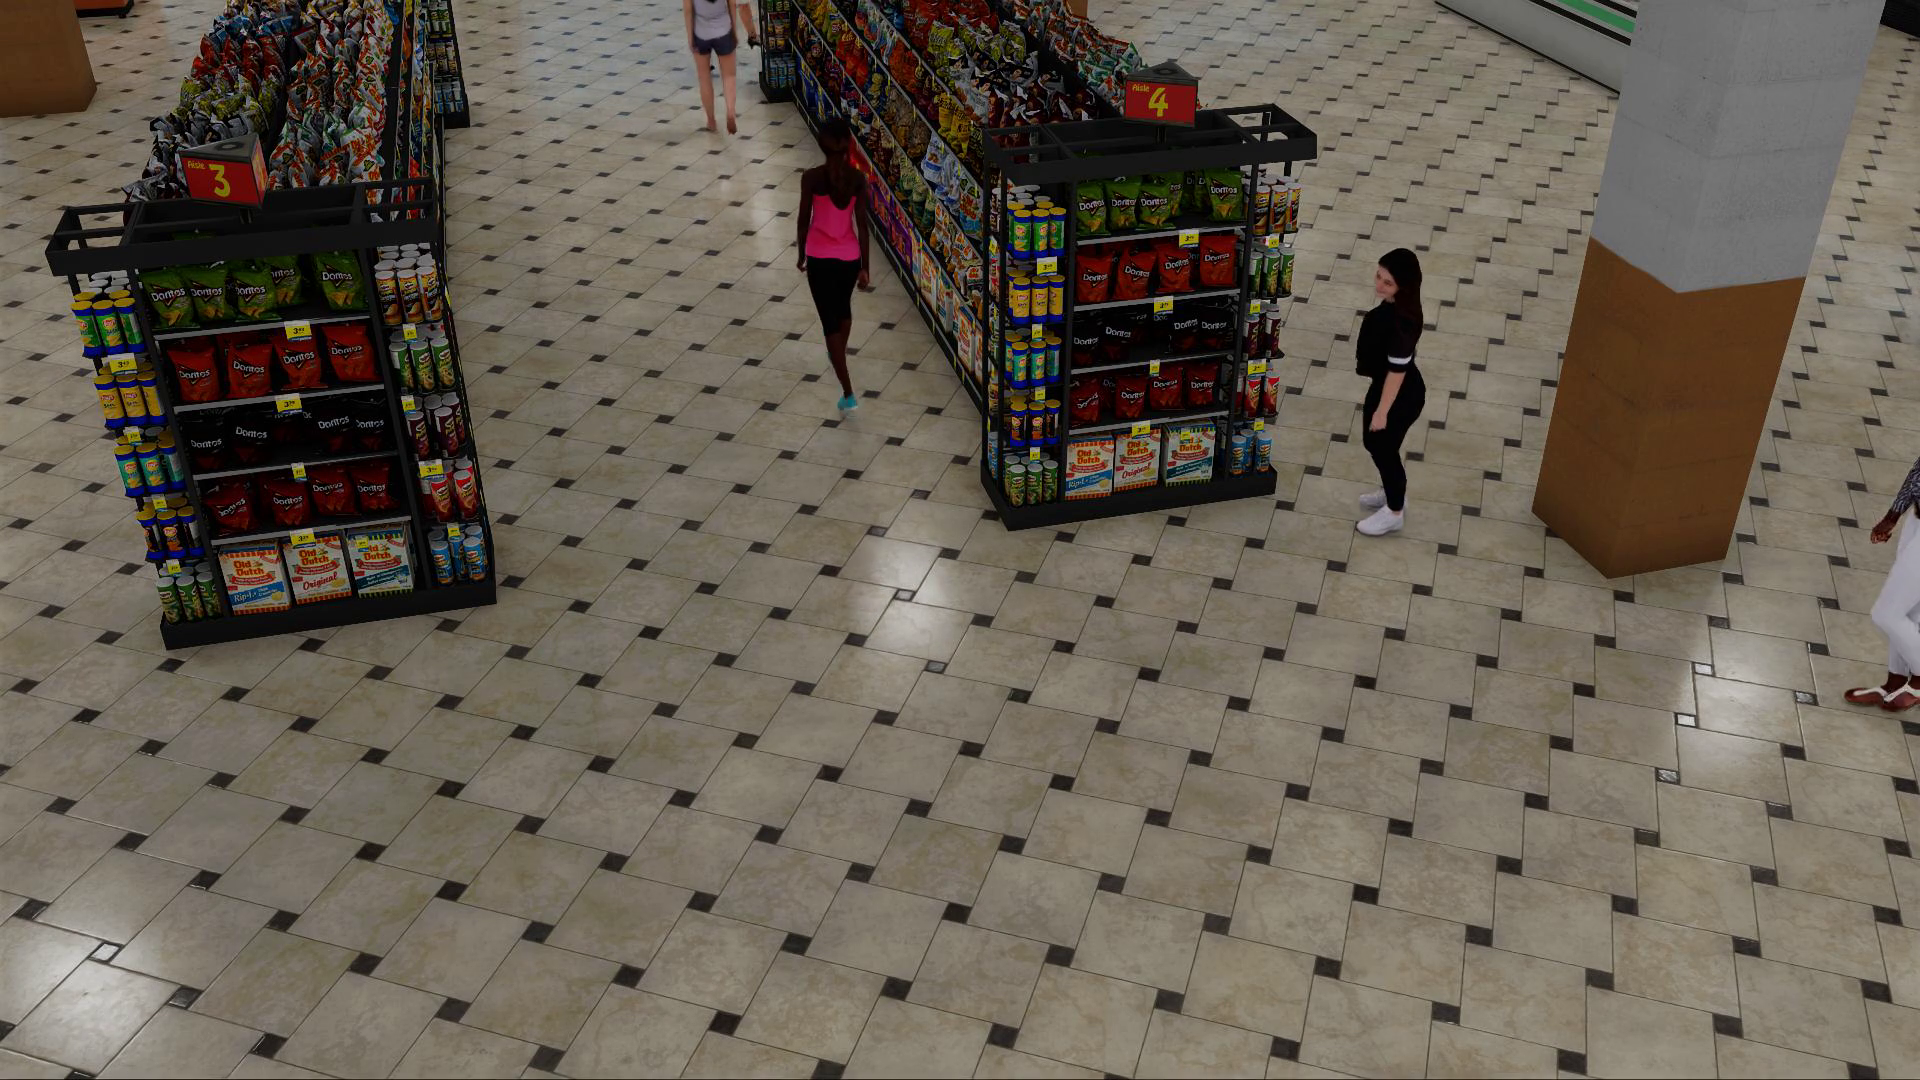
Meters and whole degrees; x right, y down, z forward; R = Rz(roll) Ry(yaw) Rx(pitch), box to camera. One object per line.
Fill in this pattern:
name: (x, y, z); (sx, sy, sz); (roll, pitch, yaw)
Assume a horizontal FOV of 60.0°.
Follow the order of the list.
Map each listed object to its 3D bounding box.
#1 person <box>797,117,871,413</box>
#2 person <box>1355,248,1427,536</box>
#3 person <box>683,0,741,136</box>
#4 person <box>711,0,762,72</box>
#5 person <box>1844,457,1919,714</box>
person: (-0.714, -1.539, 9.564); (0.591, 1.684, 1.117); (-10, 33, -16)
person: (2.209, -0.724, 8.336); (0.830, 1.598, 0.710); (11, 33, 17)
person: (-2.040, -4.167, 13.780); (0.600, 1.691, 0.903); (-8, 33, -13)
person: (-2.257, -5.195, 15.379); (1.177, 1.749, 1.244); (16, 35, 24)
person: (4.207, 0.013, 7.042); (0.771, 1.712, 0.691); (4, 32, 6)
